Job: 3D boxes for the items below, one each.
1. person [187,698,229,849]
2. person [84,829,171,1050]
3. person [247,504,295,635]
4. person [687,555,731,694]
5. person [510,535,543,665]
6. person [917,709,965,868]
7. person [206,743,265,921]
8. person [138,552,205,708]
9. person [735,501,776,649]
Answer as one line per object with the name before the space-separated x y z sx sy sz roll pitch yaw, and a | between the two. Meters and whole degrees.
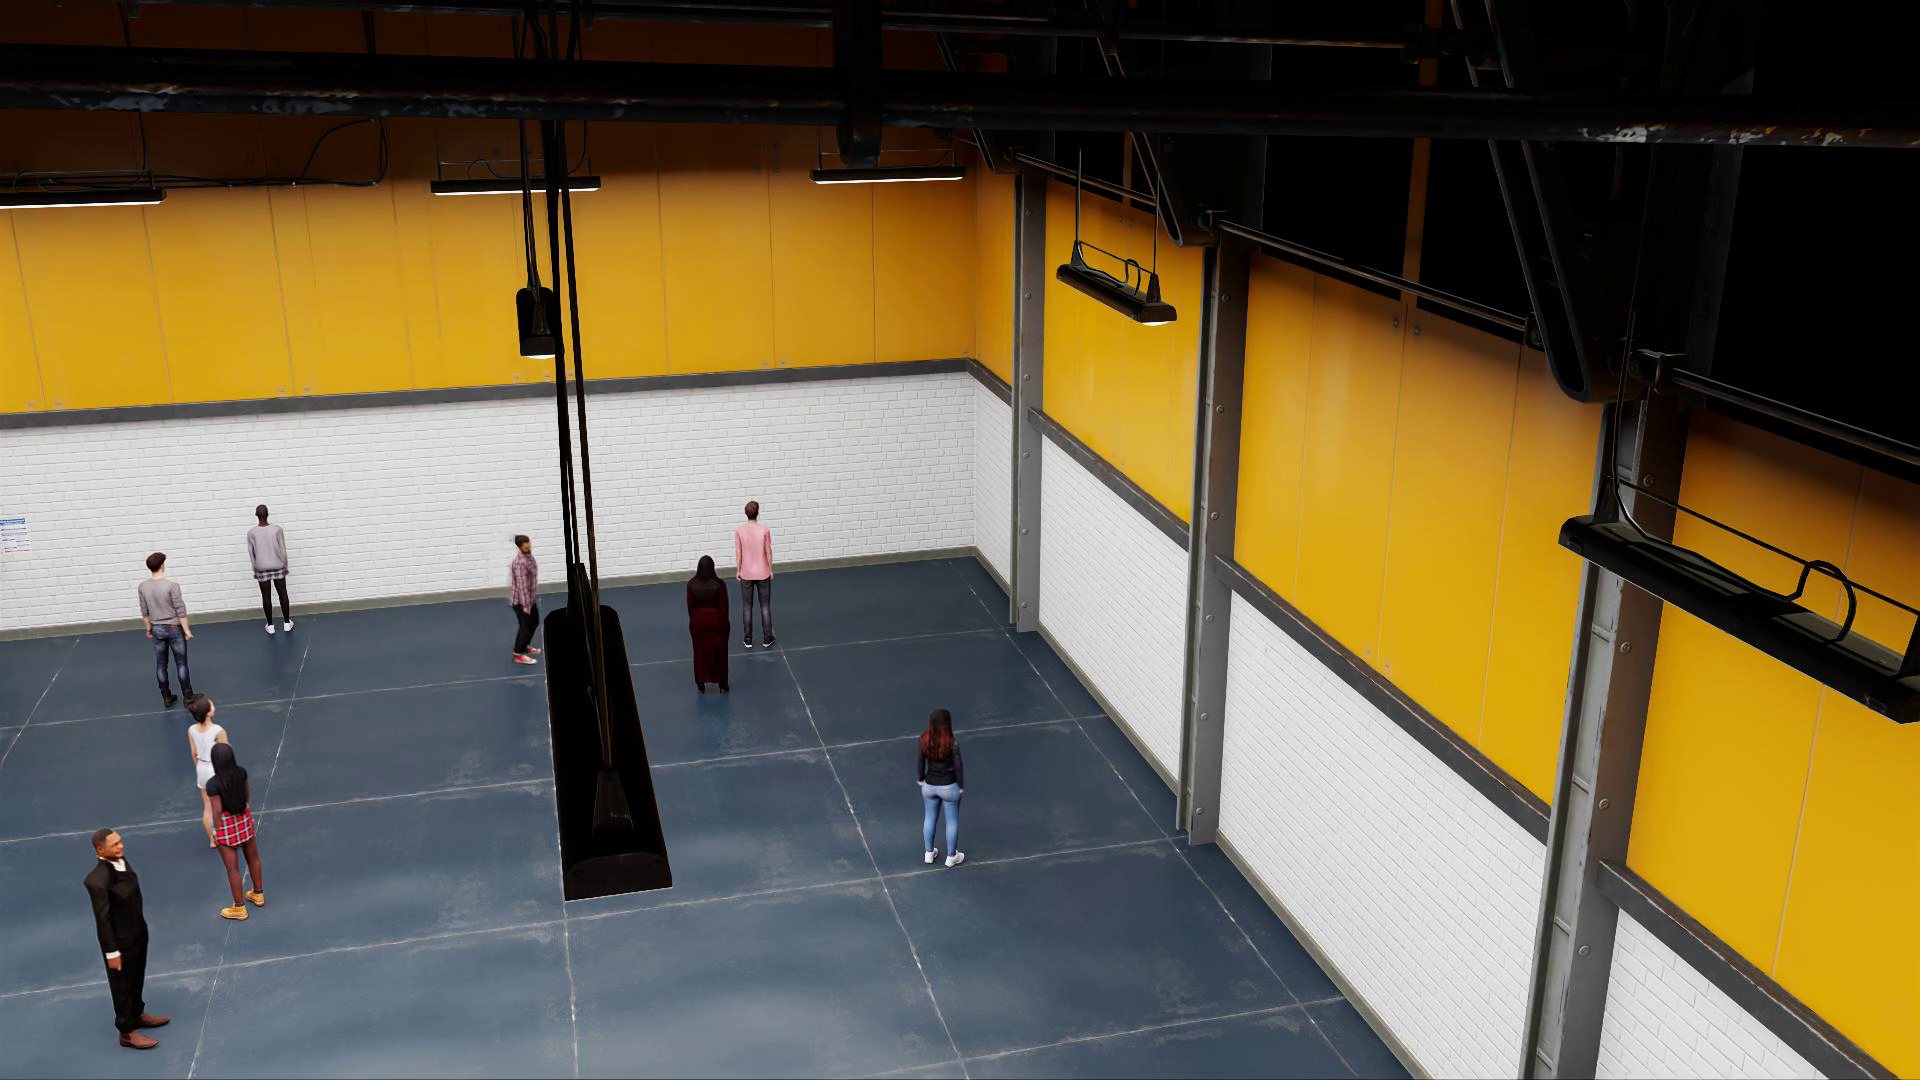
person | -7.429 2.324 16.554 0.659 1.600 0.681 4 19 11
person | -6.796 3.197 13.487 0.801 1.904 0.597 -2 19 -5
person | -9.163 0.370 22.087 0.649 1.772 0.581 -8 20 -22
person | -3.042 1.022 20.174 0.738 1.757 0.717 2 19 5
person | -5.556 0.738 21.057 0.852 1.732 0.643 -5 19 -14
person | -0.182 2.405 16.260 0.728 1.634 0.761 8 20 22
person | -6.706 2.658 15.360 0.780 1.729 0.703 7 20 20
person | -9.443 1.070 19.802 0.746 1.904 0.688 0 19 1
person | -2.667 0.440 21.588 0.670 1.958 0.598 -1 19 -4
